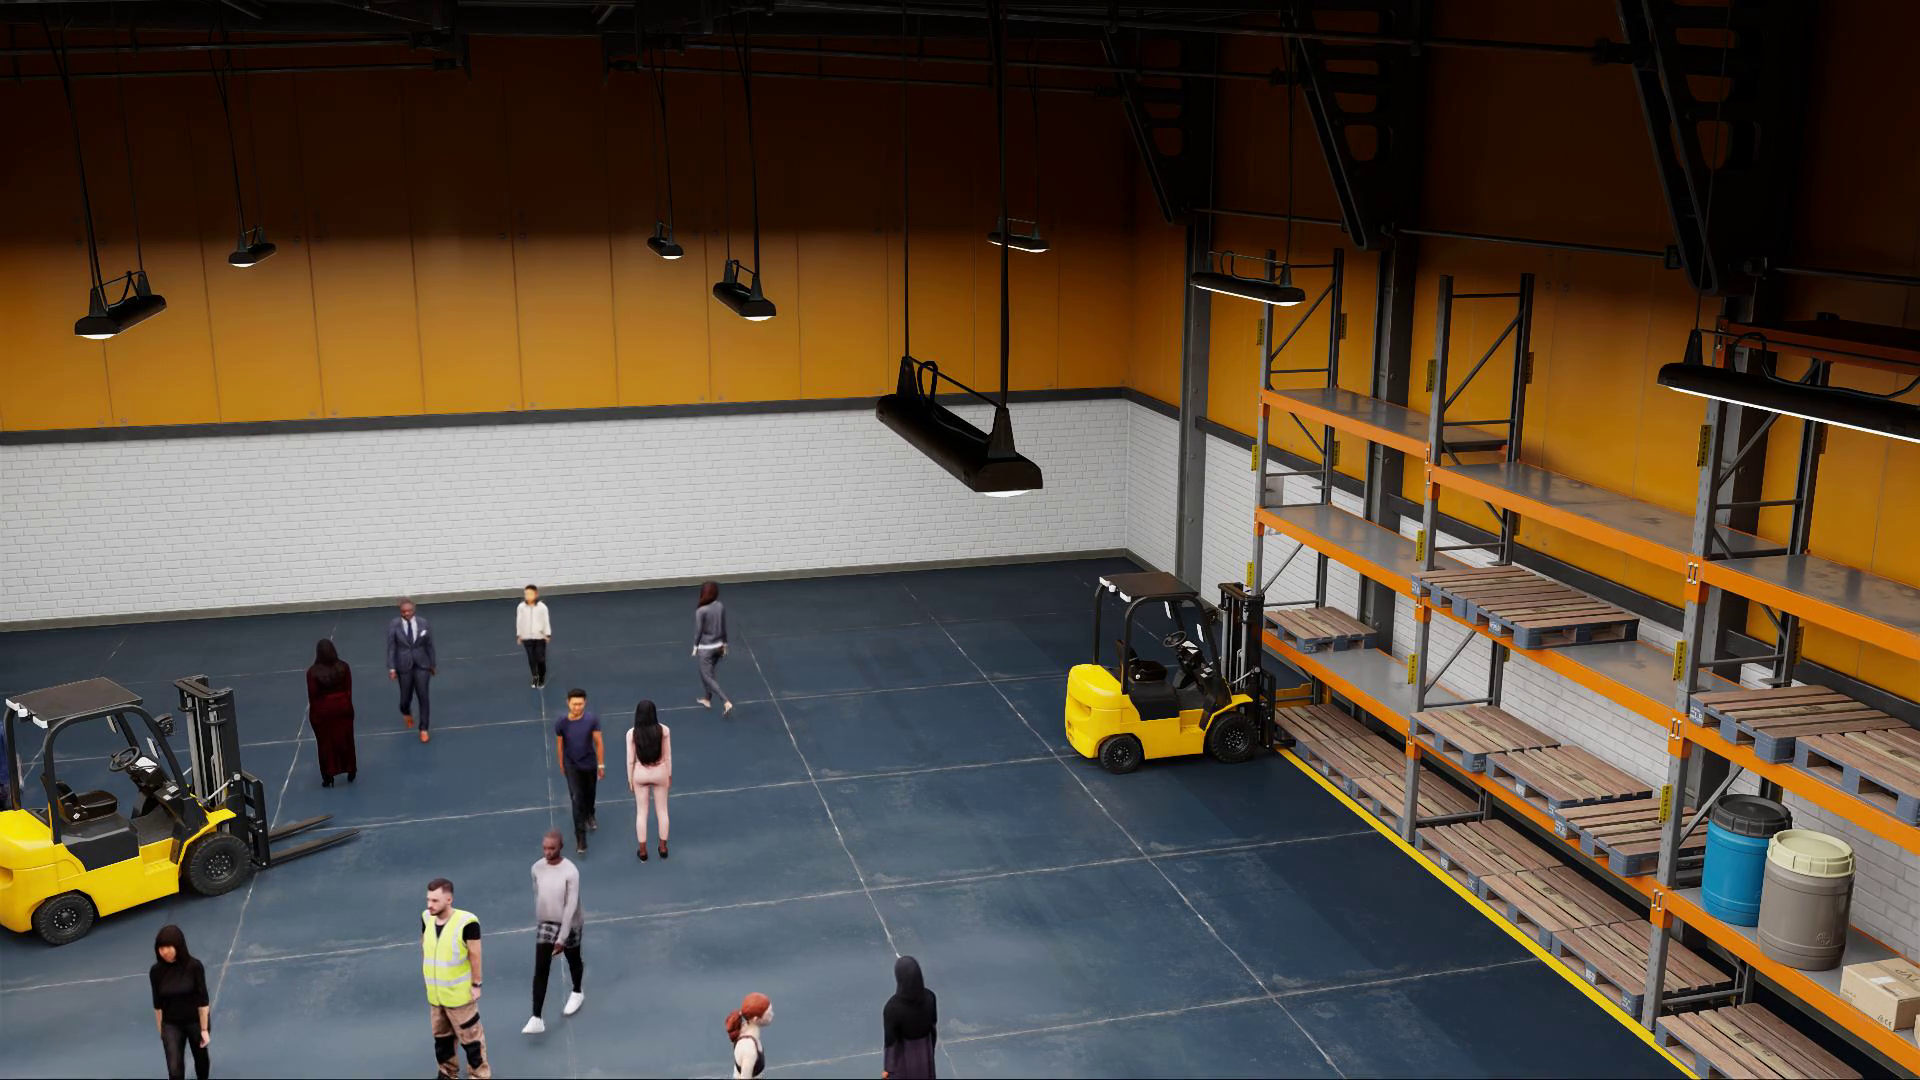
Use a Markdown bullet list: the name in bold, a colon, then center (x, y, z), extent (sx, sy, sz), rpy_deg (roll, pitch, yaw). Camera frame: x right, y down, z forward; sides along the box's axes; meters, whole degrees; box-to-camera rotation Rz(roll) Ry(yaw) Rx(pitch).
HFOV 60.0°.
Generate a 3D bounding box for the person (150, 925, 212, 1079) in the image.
- **person**: center (-5.859, 3.647, 12.641), extent (0.564, 1.602, 1.032), rpy_deg (-4, 14, -16)

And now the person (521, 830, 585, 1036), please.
- **person**: center (-3.332, 3.235, 14.062), extent (0.954, 1.735, 1.193), rpy_deg (3, 14, 14)

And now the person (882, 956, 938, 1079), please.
- **person**: center (-0.367, 3.773, 12.099), extent (0.663, 1.614, 0.668), rpy_deg (-8, 16, -29)

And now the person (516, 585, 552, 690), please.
- **person**: center (-5.796, 1.297, 22.686), extent (0.647, 1.443, 0.633), rpy_deg (0, 14, 0)

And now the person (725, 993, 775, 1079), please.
- **person**: center (-1.534, 3.892, 11.295), extent (0.616, 1.760, 0.847), rpy_deg (-4, 14, -16)

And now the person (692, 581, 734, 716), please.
- **person**: center (-3.182, 1.425, 21.526), extent (1.149, 1.740, 0.989), rpy_deg (11, 18, 39)

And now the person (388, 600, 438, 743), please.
- **person**: center (-6.822, 1.585, 20.735), extent (0.780, 1.801, 0.922), rpy_deg (-6, 15, -23)

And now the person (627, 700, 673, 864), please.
- **person**: center (-3.200, 2.478, 17.219), extent (0.610, 1.720, 0.526), rpy_deg (-3, 14, -11)

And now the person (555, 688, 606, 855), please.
- **person**: center (-4.008, 2.369, 17.633), extent (0.709, 1.738, 1.188), rpy_deg (-3, 14, -12)

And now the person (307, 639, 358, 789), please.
- **person**: center (-7.235, 1.987, 19.178), extent (0.755, 1.752, 0.756), rpy_deg (-12, 18, -40)

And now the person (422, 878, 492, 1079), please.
- **person**: center (-3.940, 3.463, 12.893), extent (0.837, 1.843, 0.880), rpy_deg (5, 14, 19)
